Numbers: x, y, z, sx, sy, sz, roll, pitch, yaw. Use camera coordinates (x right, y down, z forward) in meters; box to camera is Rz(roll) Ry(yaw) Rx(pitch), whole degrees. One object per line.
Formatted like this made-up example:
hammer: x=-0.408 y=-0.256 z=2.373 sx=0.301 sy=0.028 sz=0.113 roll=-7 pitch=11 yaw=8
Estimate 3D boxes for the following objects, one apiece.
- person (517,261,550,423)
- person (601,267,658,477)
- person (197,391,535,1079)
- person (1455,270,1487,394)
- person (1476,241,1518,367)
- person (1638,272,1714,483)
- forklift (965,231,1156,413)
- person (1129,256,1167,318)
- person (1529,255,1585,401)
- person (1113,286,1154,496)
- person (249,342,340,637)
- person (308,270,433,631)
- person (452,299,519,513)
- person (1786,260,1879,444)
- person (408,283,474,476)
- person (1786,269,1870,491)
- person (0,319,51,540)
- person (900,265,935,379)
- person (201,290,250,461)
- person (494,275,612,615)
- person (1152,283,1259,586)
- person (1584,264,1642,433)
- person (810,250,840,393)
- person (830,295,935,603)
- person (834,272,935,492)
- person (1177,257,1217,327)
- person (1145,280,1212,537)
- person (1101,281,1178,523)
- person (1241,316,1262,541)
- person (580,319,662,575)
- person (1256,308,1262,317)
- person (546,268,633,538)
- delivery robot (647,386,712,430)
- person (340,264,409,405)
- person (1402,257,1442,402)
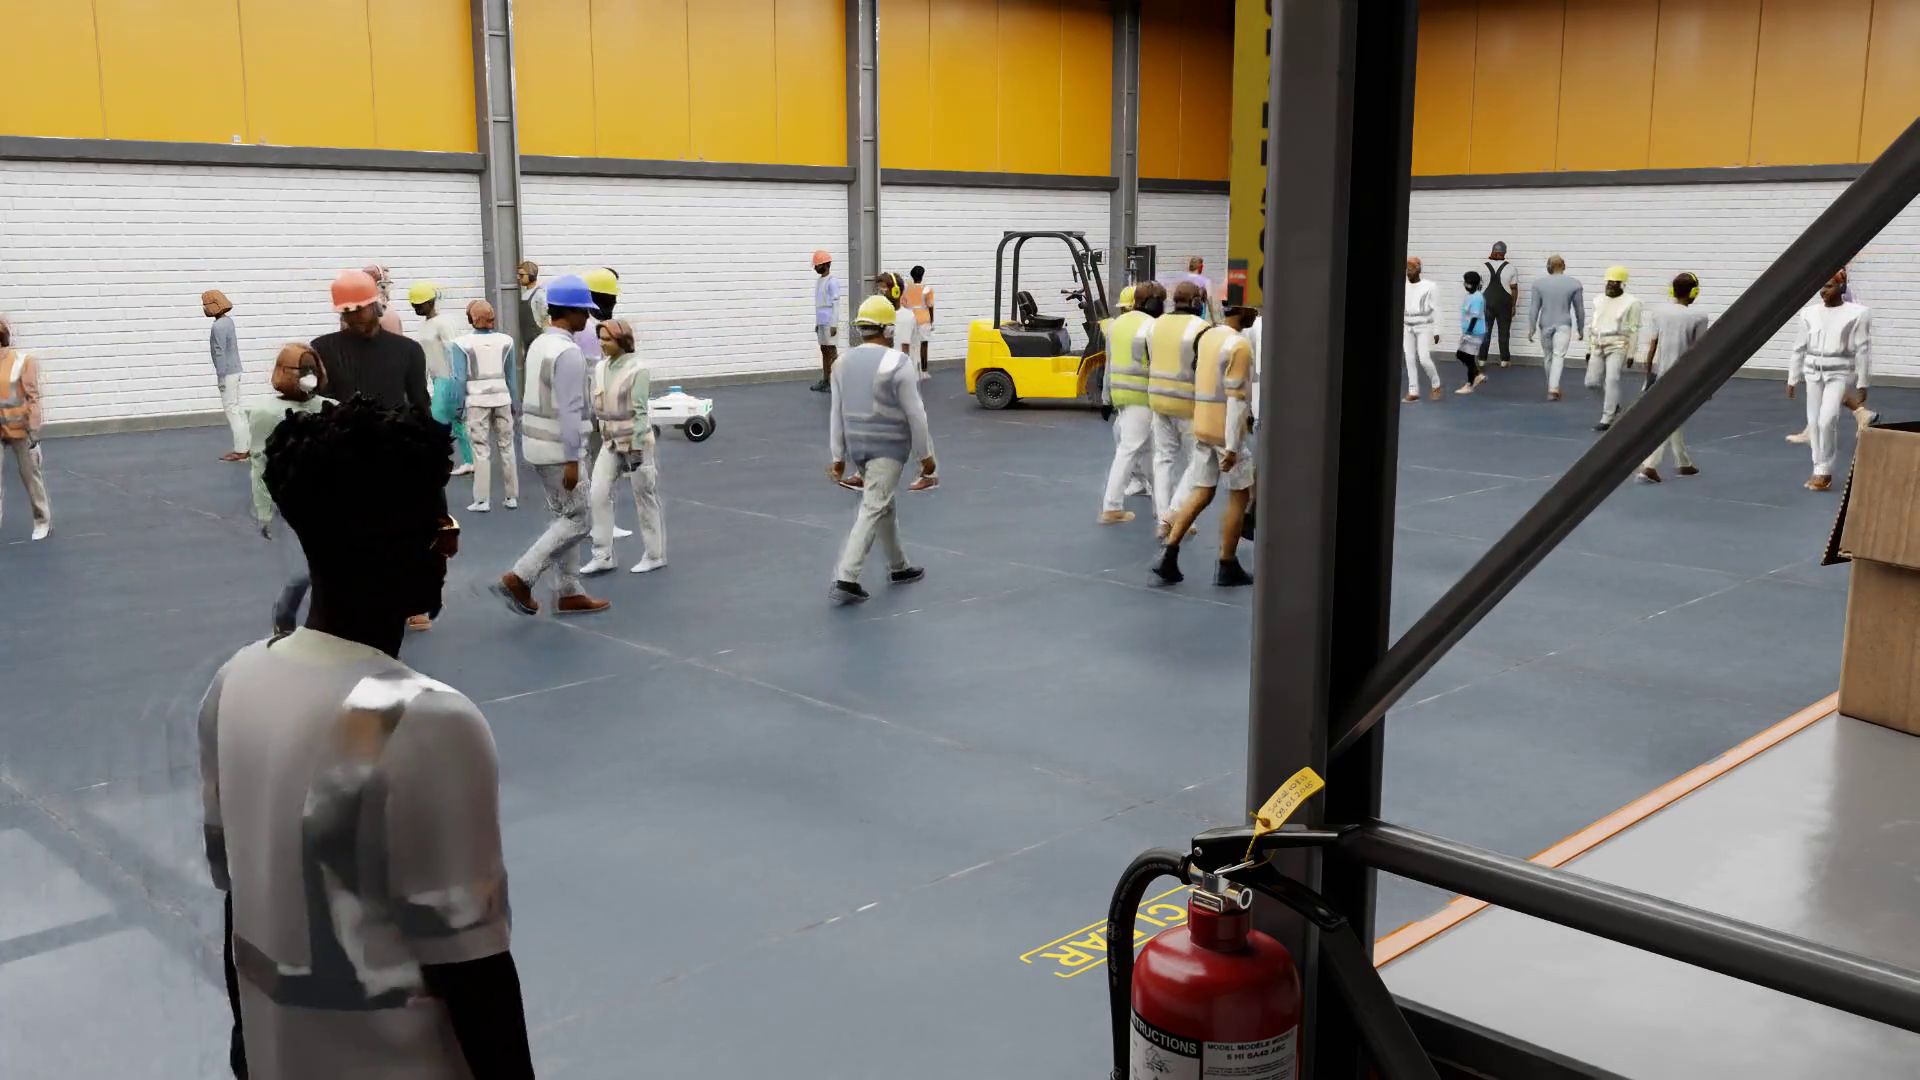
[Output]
person: x=-4.798 y=-2.212 z=18.744 sx=0.326 sy=1.842 sz=0.517 roll=-8 pitch=13 yaw=-38
person: x=-3.226 y=-1.446 z=14.528 sx=1.012 sy=1.867 sz=0.605 roll=-4 pitch=11 yaw=-21
person: x=-0.862 y=0.757 z=2.329 sx=0.941 sy=1.937 sz=0.617 roll=-10 pitch=14 yaw=-43
person: x=6.845 y=-2.761 z=22.223 sx=0.425 sy=1.665 sz=0.556 roll=0 pitch=10 yaw=-1
person: x=8.754 y=-3.851 z=27.145 sx=0.678 sy=2.000 sz=0.537 roll=5 pitch=11 yaw=25
person: x=6.230 y=-1.404 z=14.435 sx=0.991 sy=1.820 sz=0.541 roll=-8 pitch=13 yaw=-36
forklift: x=1.222 y=-2.721 z=20.561 sx=2.313 sy=2.155 sz=1.214 roll=2 pitch=11 yaw=13
person: x=2.629 y=-3.155 z=23.739 sx=0.645 sy=1.912 sz=0.811 roll=-6 pitch=12 yaw=-31
person: x=7.790 y=-2.771 z=21.737 sx=0.656 sy=1.868 sz=1.076 roll=6 pitch=12 yaw=28
person: x=1.422 y=-1.198 z=13.530 sx=0.453 sy=1.719 sz=0.519 roll=-1 pitch=10 yaw=-5
person: x=-3.176 y=-0.154 z=8.107 sx=0.368 sy=1.621 sz=0.525 roll=8 pitch=13 yaw=36
person: x=-3.087 y=-0.444 z=8.802 sx=0.632 sy=1.952 sz=0.562 roll=-4 pitch=11 yaw=-23
person: x=-3.657 y=-1.028 z=12.843 sx=0.514 sy=1.641 sz=0.315 roll=-9 pitch=13 yaw=-39
person: x=8.925 y=-1.959 z=16.891 sx=0.730 sy=2.023 sz=0.618 roll=7 pitch=13 yaw=35
person: x=-4.633 y=-1.395 z=14.617 sx=0.813 sy=1.705 sz=0.539 roll=-8 pitch=13 yaw=-38
person: x=7.188 y=-1.327 z=13.866 sx=0.626 sy=1.859 sz=0.604 roll=-7 pitch=13 yaw=-35
person: x=-6.529 y=-0.735 z=11.386 sx=0.517 sy=1.592 sz=0.874 roll=-2 pitch=11 yaw=-11
person: x=-0.629 y=-3.223 z=24.687 sx=0.536 sy=1.691 sz=0.320 roll=4 pitch=11 yaw=21
person: x=-6.957 y=-1.553 z=15.767 sx=0.312 sy=1.623 sz=0.498 roll=-2 pitch=11 yaw=-11
person: x=-2.261 y=-0.496 z=9.183 sx=0.593 sy=1.926 sz=0.619 roll=-6 pitch=12 yaw=-30
person: x=1.511 y=-0.646 z=10.076 sx=0.709 sy=1.904 sz=0.561 roll=-4 pitch=11 yaw=-22
person: x=7.079 y=-2.076 z=18.052 sx=0.488 sy=1.821 sz=0.611 roll=-6 pitch=12 yaw=-32
person: x=-1.837 y=-2.969 z=22.645 sx=0.385 sy=1.927 sz=0.545 roll=-6 pitch=12 yaw=-28
person: x=-0.494 y=-0.541 z=9.824 sx=0.585 sy=1.790 sz=0.944 roll=9 pitch=14 yaw=41
person: x=-0.576 y=-1.280 z=13.714 sx=0.945 sy=1.820 sz=0.546 roll=-7 pitch=13 yaw=-34
person: x=3.577 y=-3.397 z=25.351 sx=0.566 sy=1.792 sz=0.987 roll=10 pitch=14 yaw=43
person: x=1.560 y=-0.916 z=11.735 sx=0.433 sy=1.819 sz=0.651 roll=-8 pitch=13 yaw=-38
person: x=1.430 y=-1.035 z=12.472 sx=0.974 sy=1.786 sz=0.637 roll=-6 pitch=12 yaw=-28
person: x=2.159 y=-0.883 z=11.304 sx=0.560 sy=1.916 sz=0.548 roll=7 pitch=13 yaw=35
person: x=-2.152 y=-0.563 z=10.370 sx=0.550 sy=1.610 sz=0.687 roll=8 pitch=13 yaw=38
person: x=4.935 y=-3.561 z=26.308 sx=0.523 sy=1.769 sz=0.315 roll=1 pitch=10 yaw=6
person: x=-2.595 y=-0.947 z=11.682 sx=0.531 sy=1.904 sz=0.585 roll=-2 pitch=11 yaw=-10
delivery robot: x=-2.955 y=-1.361 z=17.362 sx=0.707 sy=0.478 sz=0.477 roll=0 pitch=10 yaw=-1
person: x=-4.554 y=-1.207 z=13.101 sx=0.652 sy=1.904 sz=0.403 roll=7 pitch=13 yaw=35
person: x=5.859 y=-2.680 z=21.252 sx=0.554 sy=1.864 sz=0.598 roll=-9 pitch=14 yaw=-41
